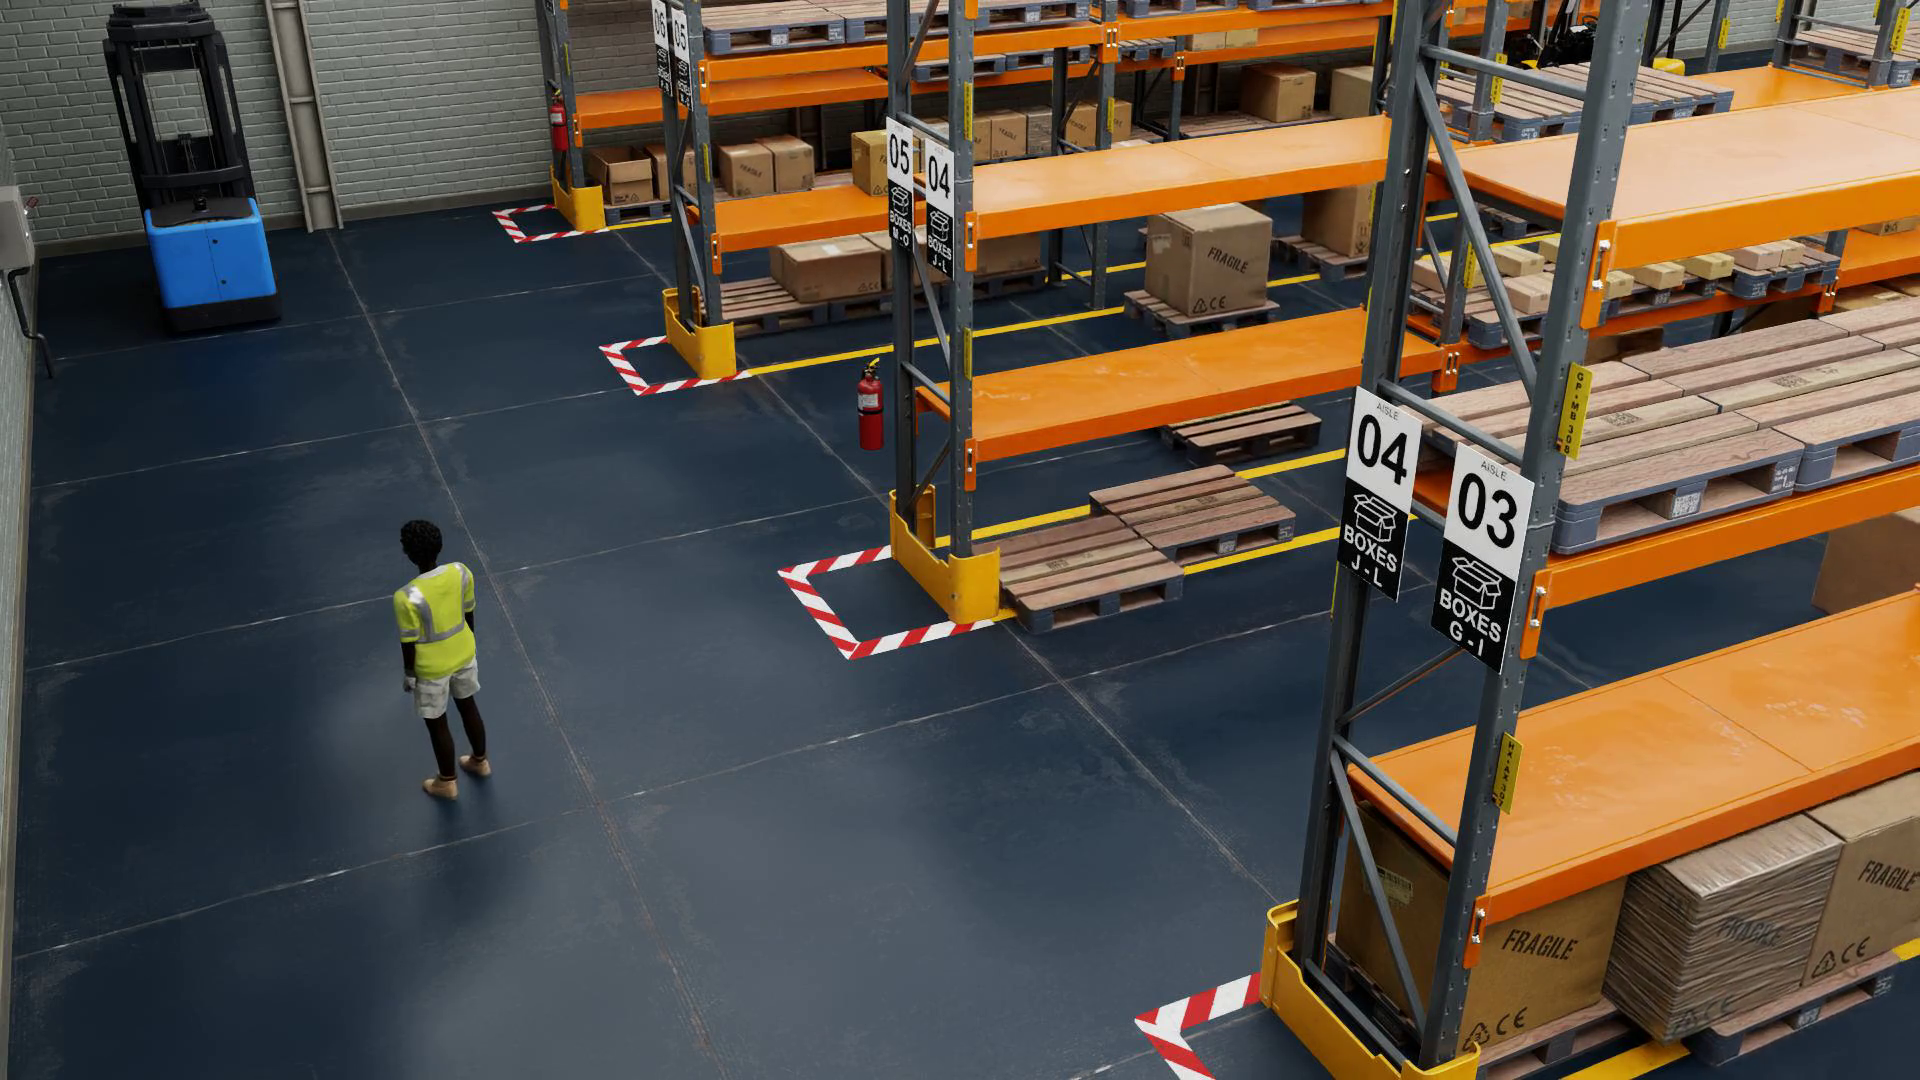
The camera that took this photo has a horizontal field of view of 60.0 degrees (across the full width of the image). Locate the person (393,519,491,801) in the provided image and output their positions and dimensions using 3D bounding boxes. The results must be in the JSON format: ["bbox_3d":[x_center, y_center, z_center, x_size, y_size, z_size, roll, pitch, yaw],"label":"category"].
[{"bbox_3d":[-2.890,0.664,9.289,0.319,1.687,0.537,15,31,26],"label":"person"}]

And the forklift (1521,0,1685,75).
[{"bbox_3d":[8.950,-6.807,23.056,1.214,2.155,2.313,-12,30,-22],"label":"forklift"}]

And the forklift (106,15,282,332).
[{"bbox_3d":[-7.548,-3.672,16.323,1.129,2.768,1.873,-12,30,-22],"label":"forklift"}]
